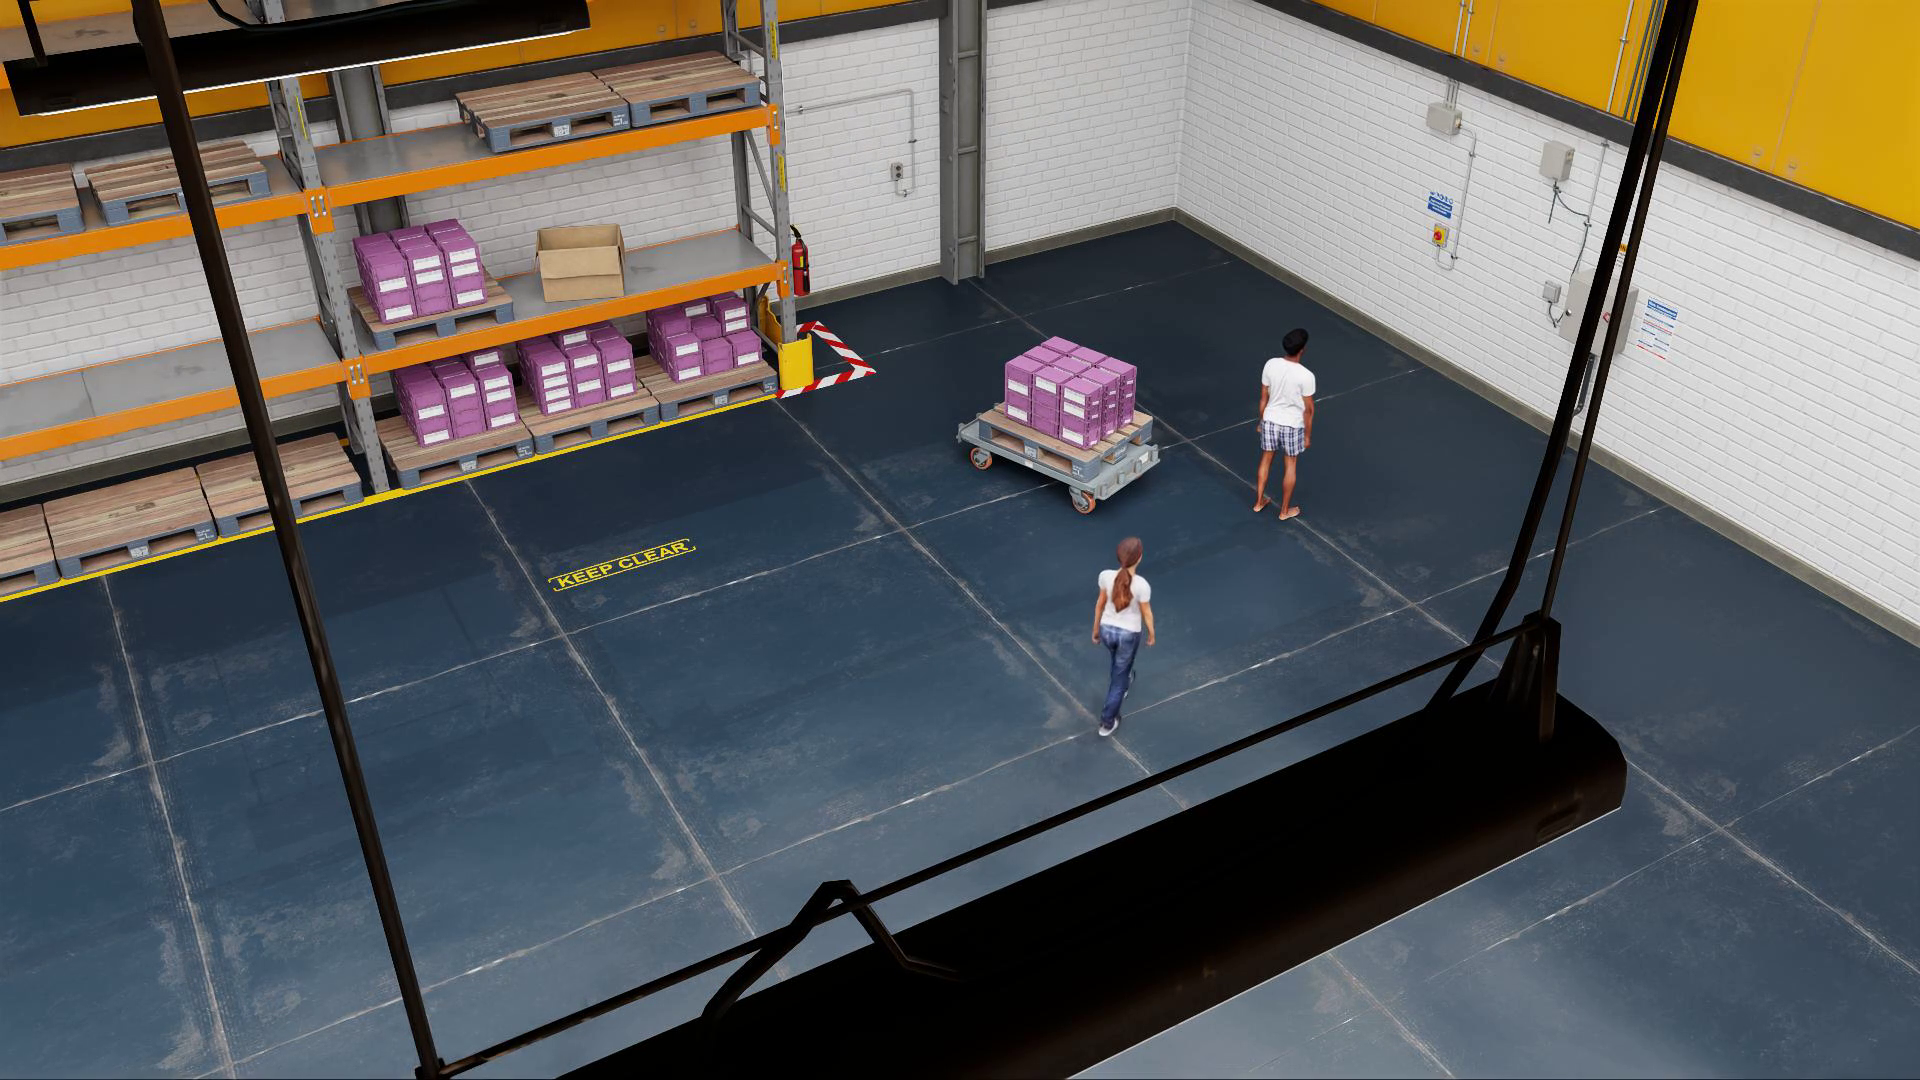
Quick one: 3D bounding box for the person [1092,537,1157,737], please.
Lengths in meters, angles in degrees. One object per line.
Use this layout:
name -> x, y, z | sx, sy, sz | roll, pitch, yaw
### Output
person -> 1.091, 0.698, 11.603 | 0.839, 1.532, 1.017 | 18, 38, 25

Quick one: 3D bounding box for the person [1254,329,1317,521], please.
person -> 2.713, -0.974, 13.937 | 0.707, 1.733, 0.658 | 23, 40, 31
